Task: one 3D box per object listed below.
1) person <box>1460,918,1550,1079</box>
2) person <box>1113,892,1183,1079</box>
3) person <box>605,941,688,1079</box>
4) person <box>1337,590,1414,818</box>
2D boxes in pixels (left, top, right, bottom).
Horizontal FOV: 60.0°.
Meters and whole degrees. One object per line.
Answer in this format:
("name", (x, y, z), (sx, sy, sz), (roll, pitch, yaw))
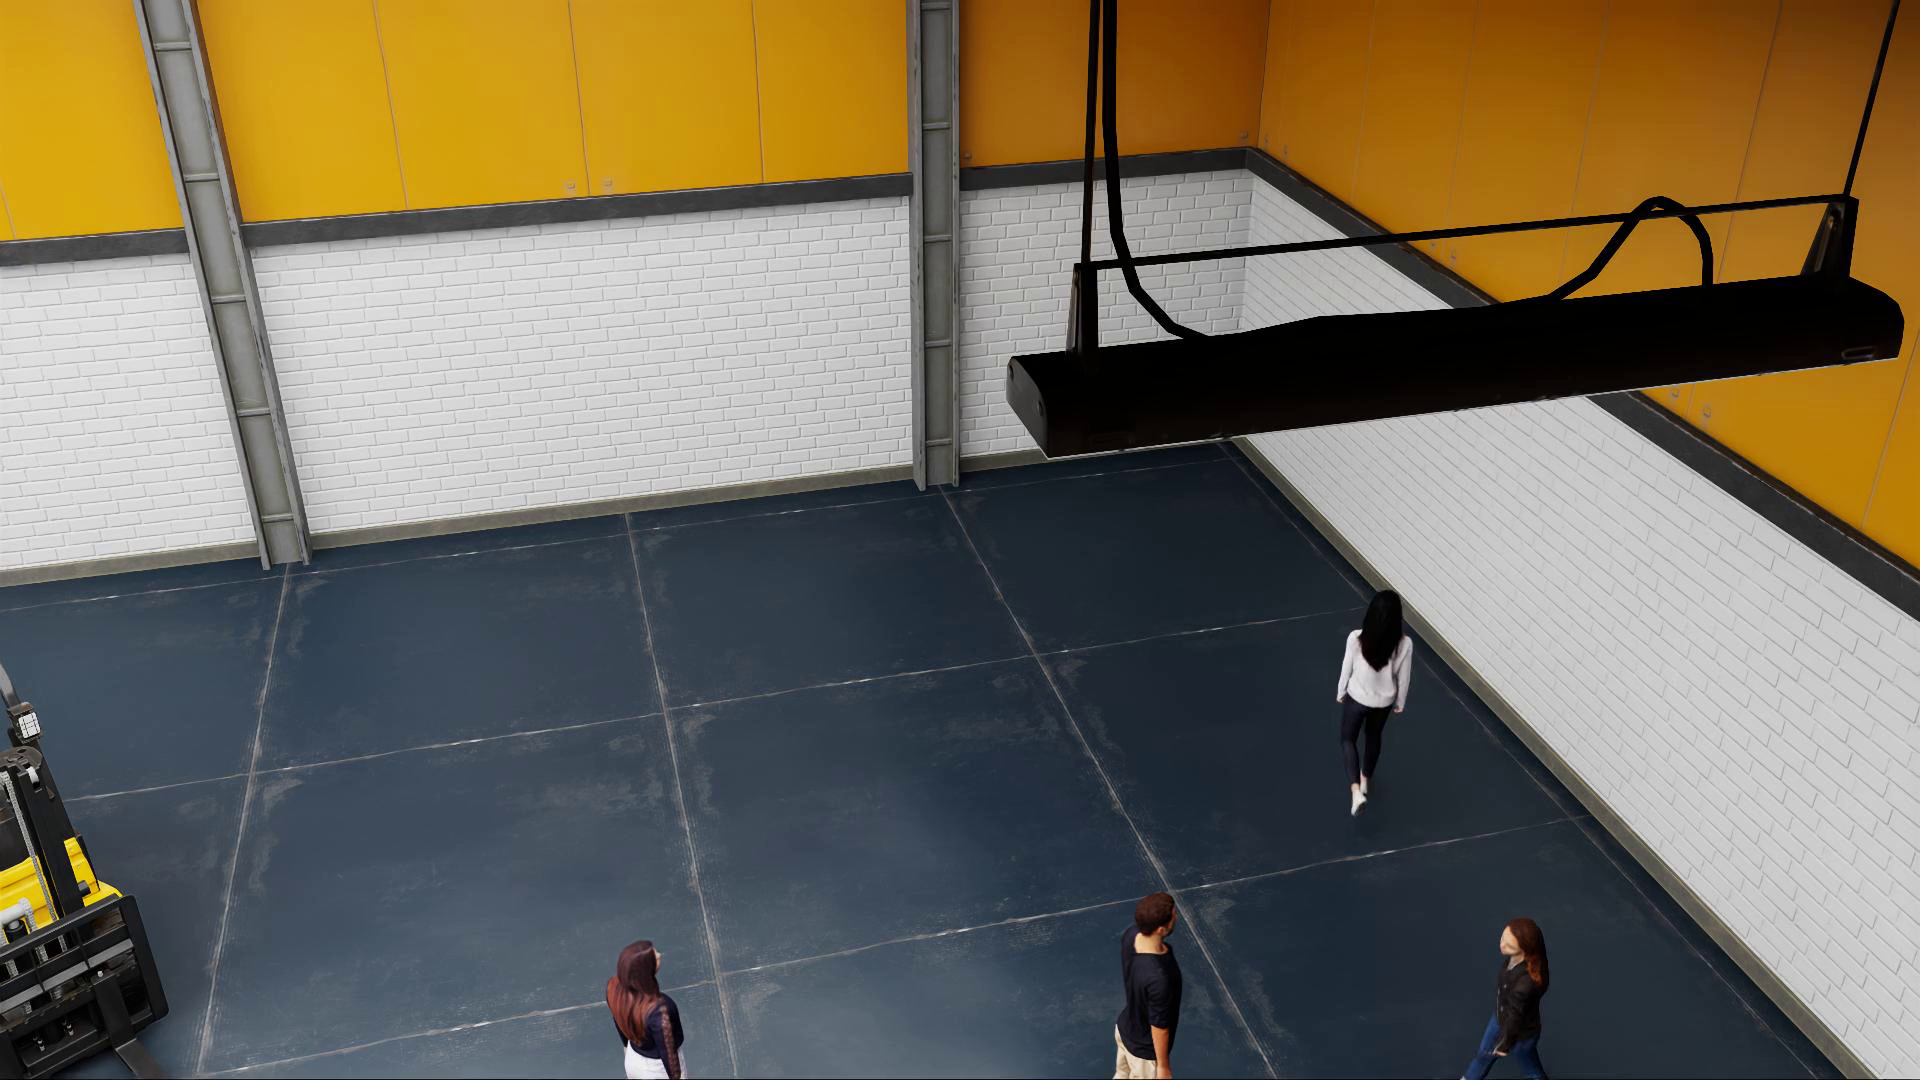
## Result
("person", (3.075, 2.602, 8.974), (1.059, 1.427, 0.845), (7, 29, 13))
("person", (0.944, 2.570, 8.590), (0.540, 1.851, 0.630), (-7, 29, -12))
("person", (-1.569, 2.703, 8.601), (0.686, 1.607, 0.714), (22, 36, 35))
("person", (2.813, 1.137, 11.396), (0.954, 1.680, 0.861), (2, 29, 4))
